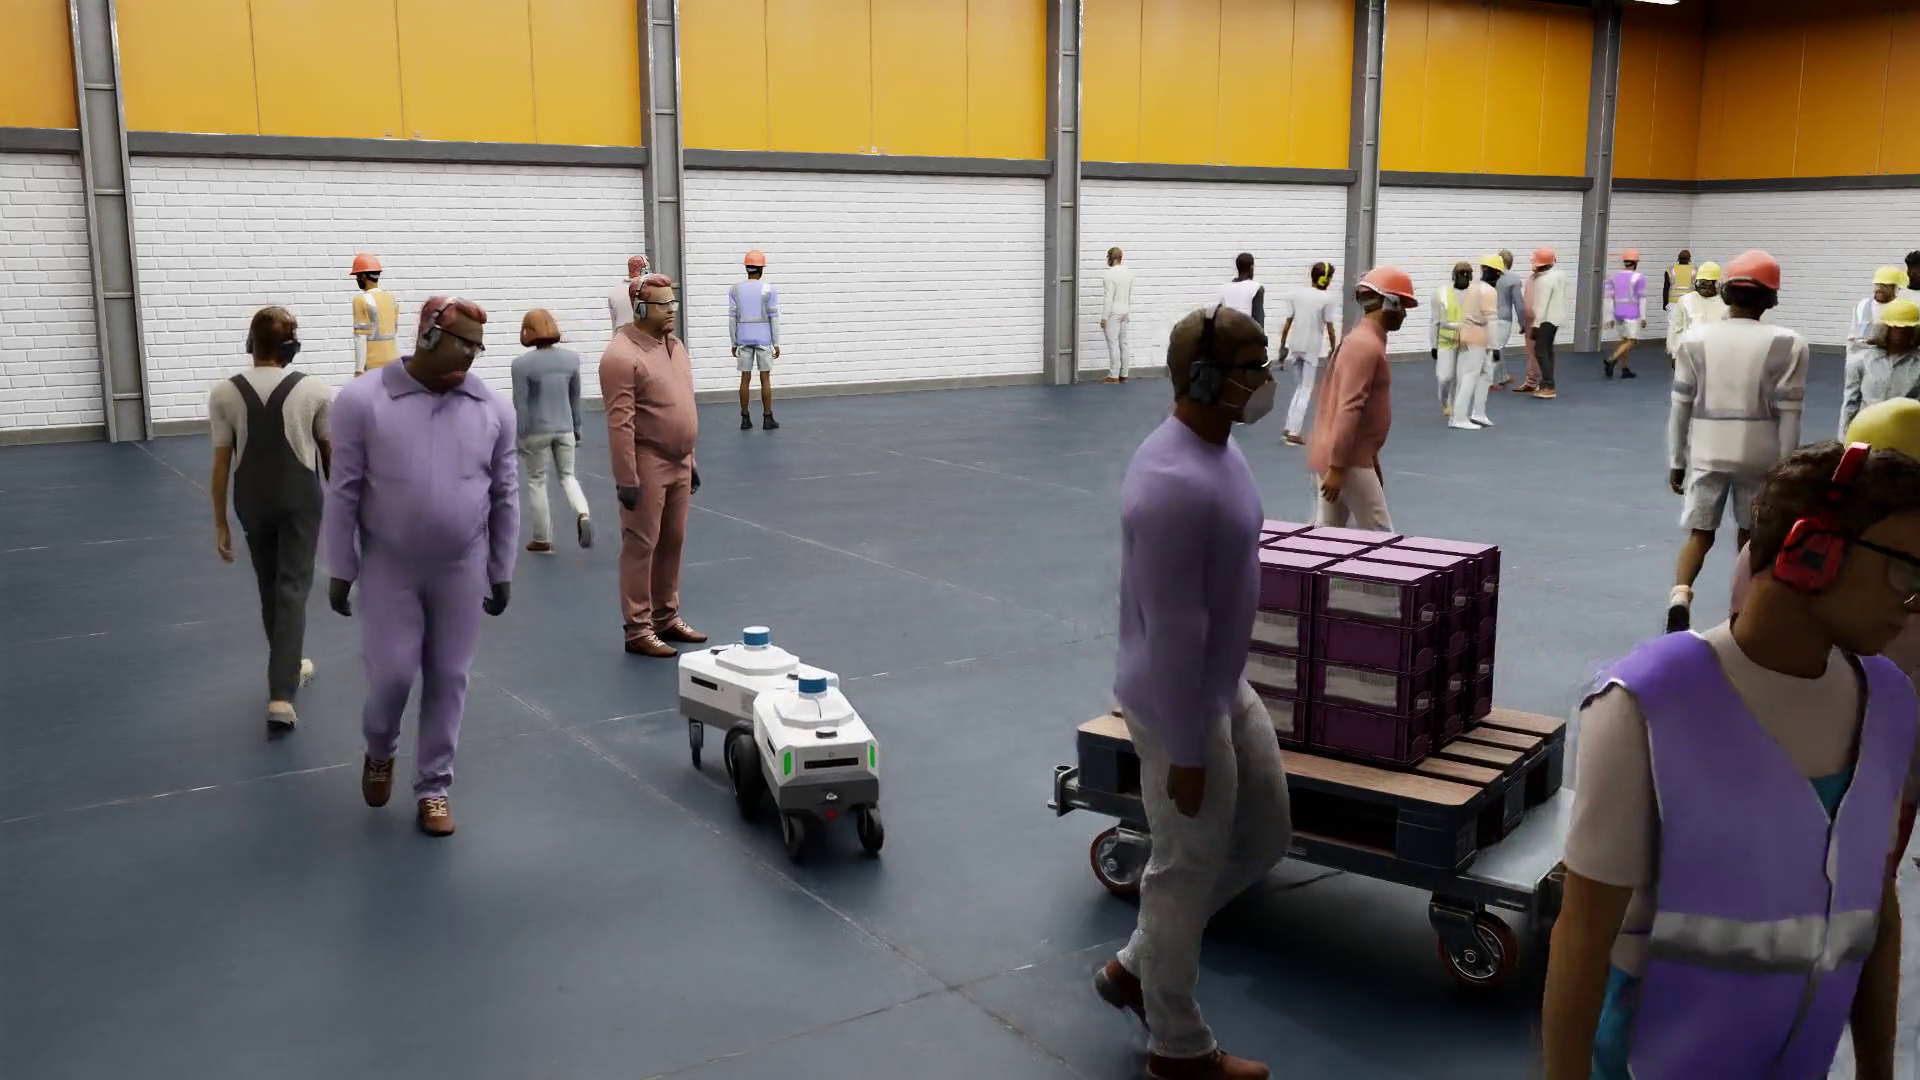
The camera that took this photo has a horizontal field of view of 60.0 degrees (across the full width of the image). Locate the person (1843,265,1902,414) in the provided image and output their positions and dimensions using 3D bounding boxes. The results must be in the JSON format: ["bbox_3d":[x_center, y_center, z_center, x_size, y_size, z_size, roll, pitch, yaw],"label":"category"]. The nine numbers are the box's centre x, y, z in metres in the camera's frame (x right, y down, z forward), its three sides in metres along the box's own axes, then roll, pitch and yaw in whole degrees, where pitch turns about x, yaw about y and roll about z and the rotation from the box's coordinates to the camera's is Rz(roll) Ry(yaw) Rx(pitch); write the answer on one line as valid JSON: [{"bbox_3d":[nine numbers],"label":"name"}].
[{"bbox_3d":[8.543,-1.640,15.454,0.489,1.821,0.610,-7,13,-35],"label":"person"}]

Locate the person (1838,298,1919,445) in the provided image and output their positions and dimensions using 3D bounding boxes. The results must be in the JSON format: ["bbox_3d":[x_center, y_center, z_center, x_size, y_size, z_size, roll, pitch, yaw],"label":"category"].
[{"bbox_3d":[5.449,-0.555,9.777,0.490,1.718,0.404,3,11,17],"label":"person"}]

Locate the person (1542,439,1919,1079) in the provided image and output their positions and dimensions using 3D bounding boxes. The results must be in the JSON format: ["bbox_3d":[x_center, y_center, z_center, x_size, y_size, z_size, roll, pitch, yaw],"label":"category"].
[{"bbox_3d":[1.006,0.754,2.381,0.628,1.822,0.522,-5,11,-24],"label":"person"}]

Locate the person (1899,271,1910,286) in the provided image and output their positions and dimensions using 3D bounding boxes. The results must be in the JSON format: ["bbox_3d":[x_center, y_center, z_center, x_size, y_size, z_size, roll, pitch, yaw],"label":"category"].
[{"bbox_3d":[9.569,-1.879,17.014,0.527,1.744,0.705,3,11,17],"label":"person"}]

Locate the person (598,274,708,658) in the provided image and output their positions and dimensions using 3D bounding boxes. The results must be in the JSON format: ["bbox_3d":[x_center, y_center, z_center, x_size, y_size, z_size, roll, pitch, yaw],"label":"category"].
[{"bbox_3d":[-1.504,-0.367,8.289,0.403,1.900,0.646,4,11,22],"label":"person"}]

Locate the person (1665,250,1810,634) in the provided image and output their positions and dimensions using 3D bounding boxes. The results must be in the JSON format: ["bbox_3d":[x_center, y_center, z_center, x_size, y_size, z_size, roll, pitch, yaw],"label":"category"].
[{"bbox_3d":[3.741,-0.391,8.105,0.610,2.025,0.761,8,13,37],"label":"person"}]

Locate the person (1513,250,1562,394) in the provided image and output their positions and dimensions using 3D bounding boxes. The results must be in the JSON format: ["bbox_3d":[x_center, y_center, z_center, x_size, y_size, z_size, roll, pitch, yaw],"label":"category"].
[{"bbox_3d":[7.673,-2.894,22.107,0.399,1.908,0.643,-3,11,-15],"label":"person"}]

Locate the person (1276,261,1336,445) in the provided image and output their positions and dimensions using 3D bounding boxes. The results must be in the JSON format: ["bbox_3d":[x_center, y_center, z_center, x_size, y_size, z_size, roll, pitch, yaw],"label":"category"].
[{"bbox_3d":[3.465,-1.857,16.623,0.551,1.829,0.533,-10,14,-42],"label":"person"}]

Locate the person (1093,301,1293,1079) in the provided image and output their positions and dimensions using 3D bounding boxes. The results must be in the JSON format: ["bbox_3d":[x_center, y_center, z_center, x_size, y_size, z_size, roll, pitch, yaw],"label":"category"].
[{"bbox_3d":[0.584,0.405,3.954,0.431,1.929,0.650,4,11,19],"label":"person"}]

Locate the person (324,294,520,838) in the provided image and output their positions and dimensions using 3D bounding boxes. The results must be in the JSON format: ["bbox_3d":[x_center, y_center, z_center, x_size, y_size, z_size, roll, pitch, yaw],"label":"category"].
[{"bbox_3d":[-1.867,0.086,5.838,0.686,1.880,0.468,-5,12,-28],"label":"person"}]

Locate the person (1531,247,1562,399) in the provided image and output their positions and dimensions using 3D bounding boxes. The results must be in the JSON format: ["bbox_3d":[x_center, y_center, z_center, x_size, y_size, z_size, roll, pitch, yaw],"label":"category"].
[{"bbox_3d":[7.567,-2.793,21.474,0.384,1.945,0.711,6,12,30],"label":"person"}]

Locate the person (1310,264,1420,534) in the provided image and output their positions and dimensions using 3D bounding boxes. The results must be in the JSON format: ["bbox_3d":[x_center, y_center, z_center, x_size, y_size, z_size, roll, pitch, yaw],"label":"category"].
[{"bbox_3d":[1.952,-0.381,8.246,0.728,1.933,0.643,1,10,4],"label":"person"}]

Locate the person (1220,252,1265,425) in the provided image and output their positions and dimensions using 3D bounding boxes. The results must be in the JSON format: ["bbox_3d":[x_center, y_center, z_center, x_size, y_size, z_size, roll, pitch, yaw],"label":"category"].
[{"bbox_3d":[3.092,-2.205,18.314,0.518,1.908,0.608,-8,13,-39],"label":"person"}]

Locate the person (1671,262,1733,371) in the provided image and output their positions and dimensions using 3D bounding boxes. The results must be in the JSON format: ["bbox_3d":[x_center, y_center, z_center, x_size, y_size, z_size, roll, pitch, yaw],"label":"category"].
[{"bbox_3d":[7.441,-1.861,16.651,0.603,1.828,0.404,4,11,22],"label":"person"}]

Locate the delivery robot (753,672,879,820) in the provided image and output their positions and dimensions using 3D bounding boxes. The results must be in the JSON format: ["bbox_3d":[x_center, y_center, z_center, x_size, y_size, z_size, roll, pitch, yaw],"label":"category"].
[{"bbox_3d":[-0.513,0.705,5.824,0.477,0.478,0.707,-3,11,-15],"label":"delivery robot"}]

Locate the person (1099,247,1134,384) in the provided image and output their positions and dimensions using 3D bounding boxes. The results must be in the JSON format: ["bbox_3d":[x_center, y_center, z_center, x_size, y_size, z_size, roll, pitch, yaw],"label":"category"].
[{"bbox_3d":[2.205,-3.170,23.530,0.355,1.936,0.636,8,13,39],"label":"person"}]

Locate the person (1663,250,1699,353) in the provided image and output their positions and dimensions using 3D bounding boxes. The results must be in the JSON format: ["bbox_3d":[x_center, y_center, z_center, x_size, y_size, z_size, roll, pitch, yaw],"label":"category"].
[{"bbox_3d":[12.904,-4.257,29.756,0.633,1.843,0.429,4,11,19],"label":"person"}]

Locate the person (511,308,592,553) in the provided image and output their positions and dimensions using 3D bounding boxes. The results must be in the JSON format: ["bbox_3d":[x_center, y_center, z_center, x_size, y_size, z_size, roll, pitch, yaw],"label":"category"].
[{"bbox_3d":[-2.657,-0.696,10.815,0.517,1.617,0.541,-9,14,-40],"label":"person"}]

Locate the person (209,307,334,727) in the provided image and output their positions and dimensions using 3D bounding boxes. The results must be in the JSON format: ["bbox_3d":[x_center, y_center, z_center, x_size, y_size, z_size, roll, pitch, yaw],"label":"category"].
[{"bbox_3d":[-2.965,-0.111,7.229,0.497,1.792,1.035,-2,10,-10],"label":"person"}]

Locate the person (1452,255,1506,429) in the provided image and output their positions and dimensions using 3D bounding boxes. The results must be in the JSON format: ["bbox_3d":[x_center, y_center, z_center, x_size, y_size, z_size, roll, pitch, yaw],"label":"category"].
[{"bbox_3d":[5.650,-2.143,18.053,0.681,1.875,0.729,-1,10,-6],"label":"person"}]

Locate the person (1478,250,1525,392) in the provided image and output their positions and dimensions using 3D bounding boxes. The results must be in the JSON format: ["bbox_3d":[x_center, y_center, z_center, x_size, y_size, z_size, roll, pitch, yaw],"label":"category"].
[{"bbox_3d":[7.341,-2.944,22.409,0.919,1.894,0.646,-7,13,-35],"label":"person"}]

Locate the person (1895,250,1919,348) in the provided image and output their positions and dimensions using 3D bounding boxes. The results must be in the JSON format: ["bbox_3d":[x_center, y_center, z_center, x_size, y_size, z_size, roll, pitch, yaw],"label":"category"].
[{"bbox_3d":[9.174,-1.813,16.054,0.634,1.952,0.558,4,11,20],"label":"person"}]

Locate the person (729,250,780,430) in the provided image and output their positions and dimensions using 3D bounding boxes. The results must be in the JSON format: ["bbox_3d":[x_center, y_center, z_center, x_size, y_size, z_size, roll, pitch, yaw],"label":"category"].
[{"bbox_3d":[-2.213,-2.150,17.971,0.556,1.938,0.405,2,10,9],"label":"person"}]

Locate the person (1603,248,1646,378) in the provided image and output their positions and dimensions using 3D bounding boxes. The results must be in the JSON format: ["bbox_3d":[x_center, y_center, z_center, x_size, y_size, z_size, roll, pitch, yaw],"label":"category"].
[{"bbox_3d":[9.682,-3.287,24.245,0.764,1.918,0.557,-6,12,-29],"label":"person"}]

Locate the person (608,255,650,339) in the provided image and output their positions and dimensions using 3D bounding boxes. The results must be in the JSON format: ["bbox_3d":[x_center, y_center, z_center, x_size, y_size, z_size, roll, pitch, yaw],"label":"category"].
[{"bbox_3d":[-3.151,-1.852,16.422,0.645,1.903,0.401,6,12,29],"label":"person"}]

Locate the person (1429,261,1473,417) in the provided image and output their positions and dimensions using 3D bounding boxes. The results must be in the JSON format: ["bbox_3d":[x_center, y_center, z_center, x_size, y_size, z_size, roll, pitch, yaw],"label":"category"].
[{"bbox_3d":[5.510,-2.171,18.396,0.621,1.825,0.632,3,11,14],"label":"person"}]

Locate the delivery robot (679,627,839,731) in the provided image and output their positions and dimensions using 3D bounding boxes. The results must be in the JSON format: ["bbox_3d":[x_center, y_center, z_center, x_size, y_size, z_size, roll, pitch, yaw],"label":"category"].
[{"bbox_3d":[-0.792,0.582,6.499,0.477,0.478,0.707,-9,14,-41],"label":"delivery robot"}]

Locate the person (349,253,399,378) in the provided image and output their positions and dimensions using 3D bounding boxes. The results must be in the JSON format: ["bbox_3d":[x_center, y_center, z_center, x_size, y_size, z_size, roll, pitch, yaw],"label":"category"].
[{"bbox_3d":[-5.260,-1.595,14.927,0.387,1.931,0.544,3,11,16],"label":"person"}]

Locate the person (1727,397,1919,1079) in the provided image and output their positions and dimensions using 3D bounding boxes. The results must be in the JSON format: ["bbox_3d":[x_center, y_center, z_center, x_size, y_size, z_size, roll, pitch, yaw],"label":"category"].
[{"bbox_3d":[1.923,0.548,3.662,0.548,1.741,0.405,5,11,26],"label":"person"}]
